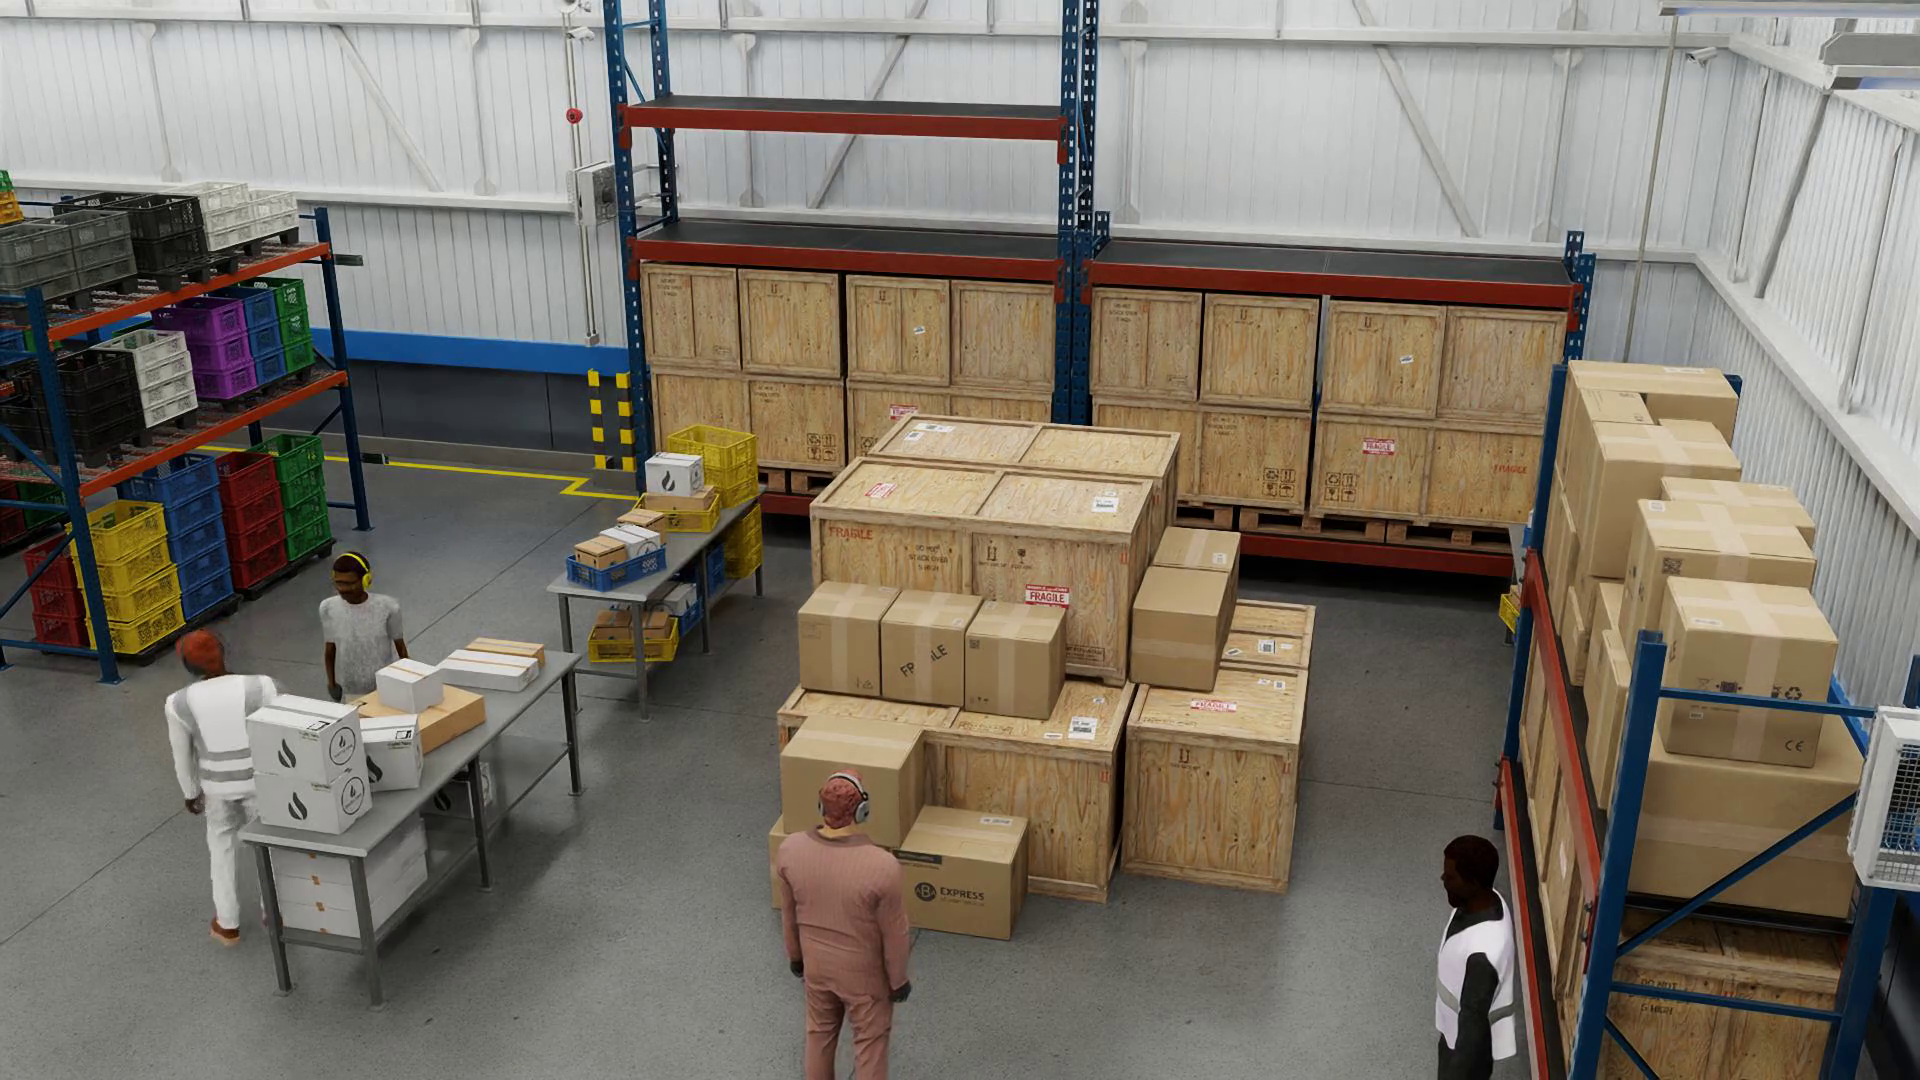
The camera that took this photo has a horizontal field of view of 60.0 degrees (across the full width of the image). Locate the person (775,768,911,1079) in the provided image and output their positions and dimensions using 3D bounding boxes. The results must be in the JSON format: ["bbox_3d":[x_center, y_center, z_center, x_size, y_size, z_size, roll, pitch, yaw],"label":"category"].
[{"bbox_3d":[-0.515,1.932,7.699,0.647,1.900,0.401,10,23,25],"label":"person"}]

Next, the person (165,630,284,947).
[{"bbox_3d":[-4.002,1.374,9.211,0.634,1.861,0.389,-5,21,-13],"label":"person"}]

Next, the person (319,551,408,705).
[{"bbox_3d":[-3.667,0.939,10.335,0.521,1.865,0.319,-2,21,-5],"label":"person"}]

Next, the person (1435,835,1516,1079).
[{"bbox_3d":[2.174,2.133,7.162,0.413,1.906,0.599,5,22,13],"label":"person"}]
